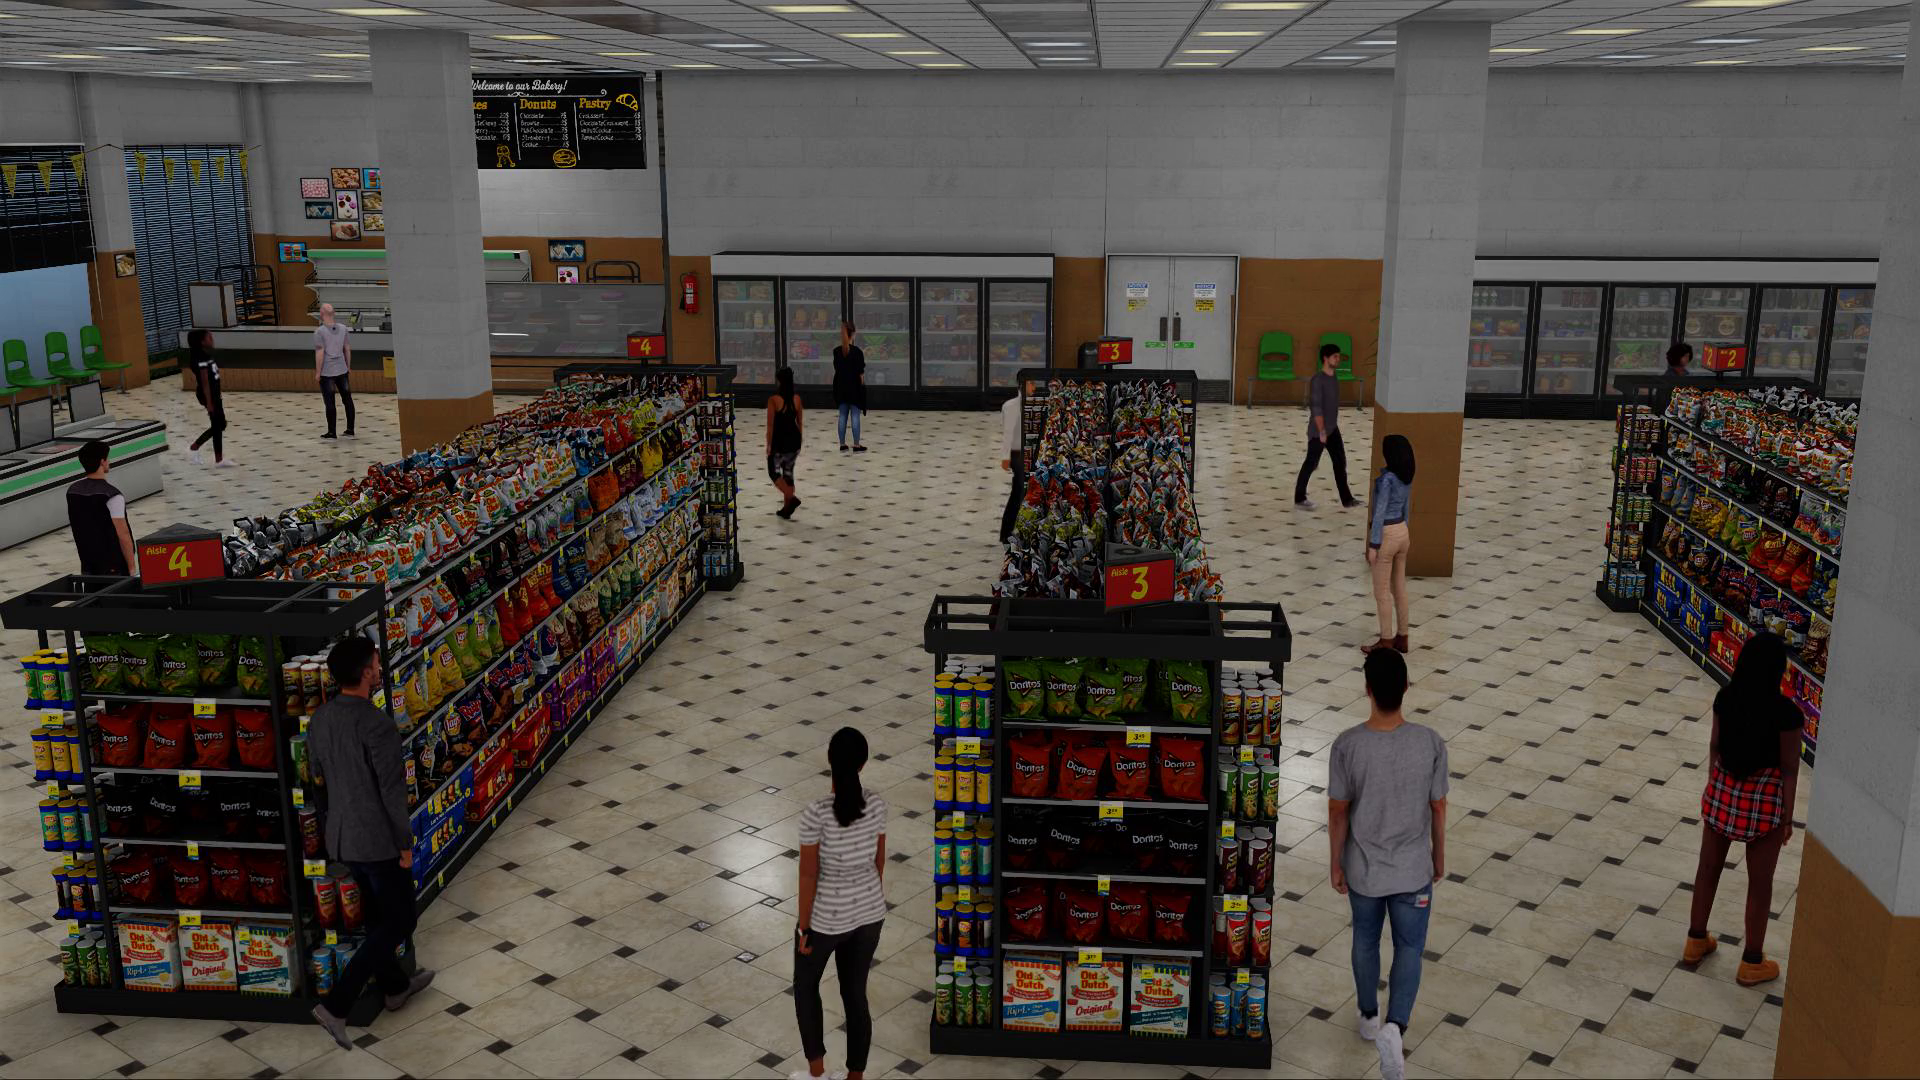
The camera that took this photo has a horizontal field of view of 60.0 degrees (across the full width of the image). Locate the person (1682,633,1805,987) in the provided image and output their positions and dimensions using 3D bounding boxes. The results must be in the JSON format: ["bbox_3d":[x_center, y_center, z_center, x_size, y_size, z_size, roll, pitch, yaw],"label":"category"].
[{"bbox_3d":[3.816,1.289,8.073,0.770,1.723,0.703,-10,17,-35],"label":"person"}]

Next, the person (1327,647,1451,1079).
[{"bbox_3d":[1.854,1.427,7.213,0.789,1.861,1.106,4,14,15],"label":"person"}]

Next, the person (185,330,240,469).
[{"bbox_3d":[-9.318,-1.719,20.480,0.853,1.722,0.859,-4,14,-17],"label":"person"}]

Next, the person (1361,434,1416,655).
[{"bbox_3d":[3.402,0.040,13.128,0.697,1.769,0.765,-12,18,-41],"label":"person"}]

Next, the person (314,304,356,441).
[{"bbox_3d":[-8.520,-2.296,22.609,0.822,1.839,0.717,11,17,37],"label":"person"}]

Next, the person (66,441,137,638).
[{"bbox_3d":[-6.385,0.177,12.396,0.674,1.847,0.630,4,14,15],"label":"person"}]

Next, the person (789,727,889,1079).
[{"bbox_3d":[-0.432,1.615,6.949,0.708,1.619,0.747,-8,16,-31],"label":"person"}]

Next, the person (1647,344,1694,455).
[{"bbox_3d":[8.241,-1.436,19.364,0.882,1.697,0.969,-9,17,-34],"label":"person"}]

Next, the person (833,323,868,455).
[{"bbox_3d":[-1.438,-1.969,21.575,0.700,1.692,0.679,6,15,24],"label":"person"}]

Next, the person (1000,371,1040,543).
[{"bbox_3d":[0.527,-0.818,16.618,0.955,1.790,0.944,8,16,31],"label":"person"}]

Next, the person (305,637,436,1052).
[{"bbox_3d":[-2.702,1.366,7.484,0.974,1.851,1.177,8,16,30],"label":"person"}]

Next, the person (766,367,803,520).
[{"bbox_3d":[-1.834,-1.017,17.722,0.819,1.658,0.884,-10,17,-37],"label":"person"}]

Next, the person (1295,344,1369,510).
[{"bbox_3d":[3.895,-1.221,18.215,1.108,1.821,1.112,11,17,37],"label":"person"}]
